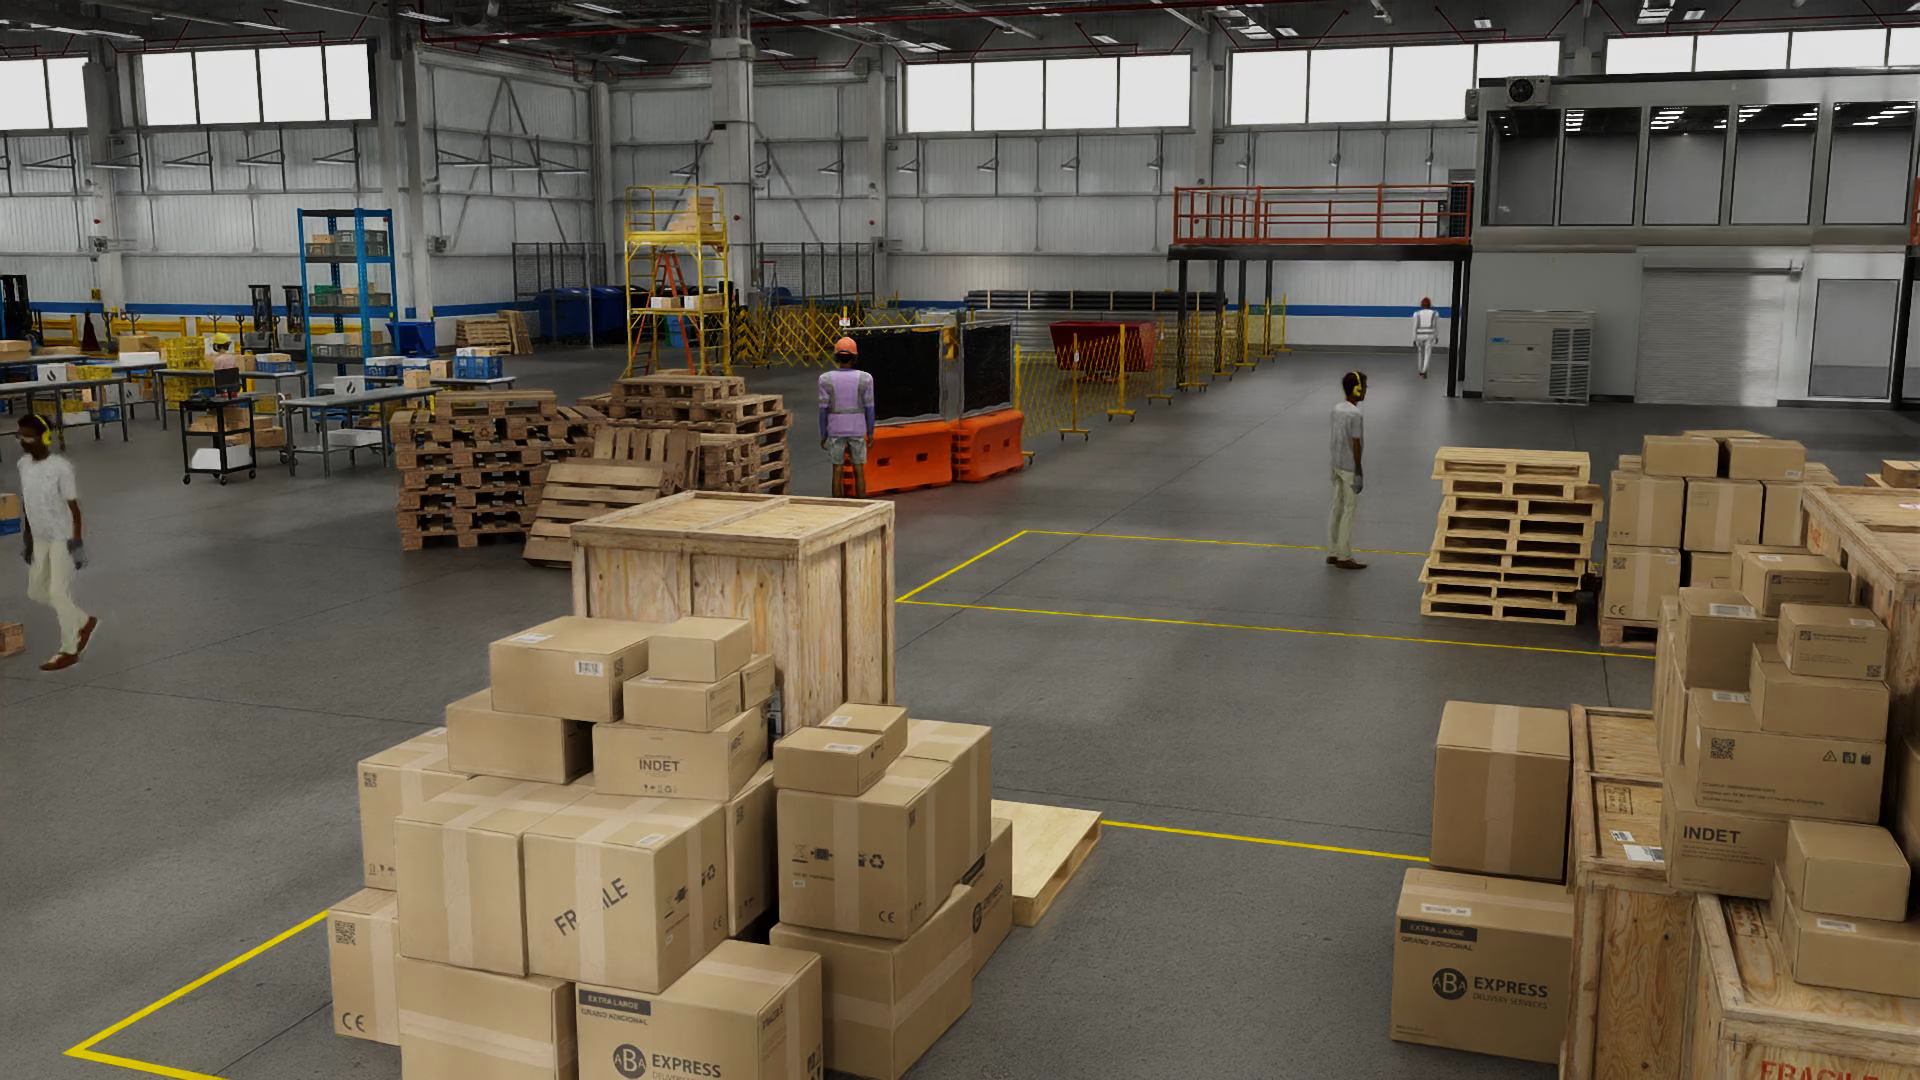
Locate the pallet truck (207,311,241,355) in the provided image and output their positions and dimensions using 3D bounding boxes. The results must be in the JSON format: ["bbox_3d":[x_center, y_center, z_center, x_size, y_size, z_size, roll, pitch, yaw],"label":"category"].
[{"bbox_3d":[-19.537,-5.575,44.913,0.653,1.274,1.630,3,11,19],"label":"pallet truck"}]

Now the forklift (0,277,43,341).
[{"bbox_3d":[-27.151,-6.329,46.328,1.157,1.987,2.680,3,11,17],"label":"forklift"}]

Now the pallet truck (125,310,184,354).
[{"bbox_3d":[-22.038,-5.665,45.457,0.704,1.261,1.522,3,11,17],"label":"pallet truck"}]

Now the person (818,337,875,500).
[{"bbox_3d":[-1.226,-1.176,18.056,0.611,2.043,0.375,-1,10,-4],"label":"person"}]

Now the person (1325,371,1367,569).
[{"bbox_3d":[3.648,-0.650,15.625,0.330,1.861,0.503,-3,10,-16],"label":"person"}]

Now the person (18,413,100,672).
[{"bbox_3d":[-6.482,-0.002,11.958,0.560,1.859,0.508,4,11,23],"label":"person"}]

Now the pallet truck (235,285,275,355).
[{"bbox_3d":[-18.327,-5.835,44.421,0.823,1.965,1.885,4,11,23],"label":"pallet truck"}]

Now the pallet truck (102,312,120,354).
[{"bbox_3d":[-23.057,-5.777,46.261,0.680,1.201,1.601,3,11,19],"label":"pallet truck"}]

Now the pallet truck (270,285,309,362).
[{"bbox_3d":[-17.147,-5.700,43.663,0.823,1.965,1.885,3,11,17],"label":"pallet truck"}]

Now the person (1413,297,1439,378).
[{"bbox_3d":[10.664,-4.637,38.128,0.571,1.851,0.949,3,11,19],"label":"person"}]

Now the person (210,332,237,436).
[{"bbox_3d":[-10.687,-2.127,24.186,0.306,1.772,0.525,0,10,1],"label":"person"}]
